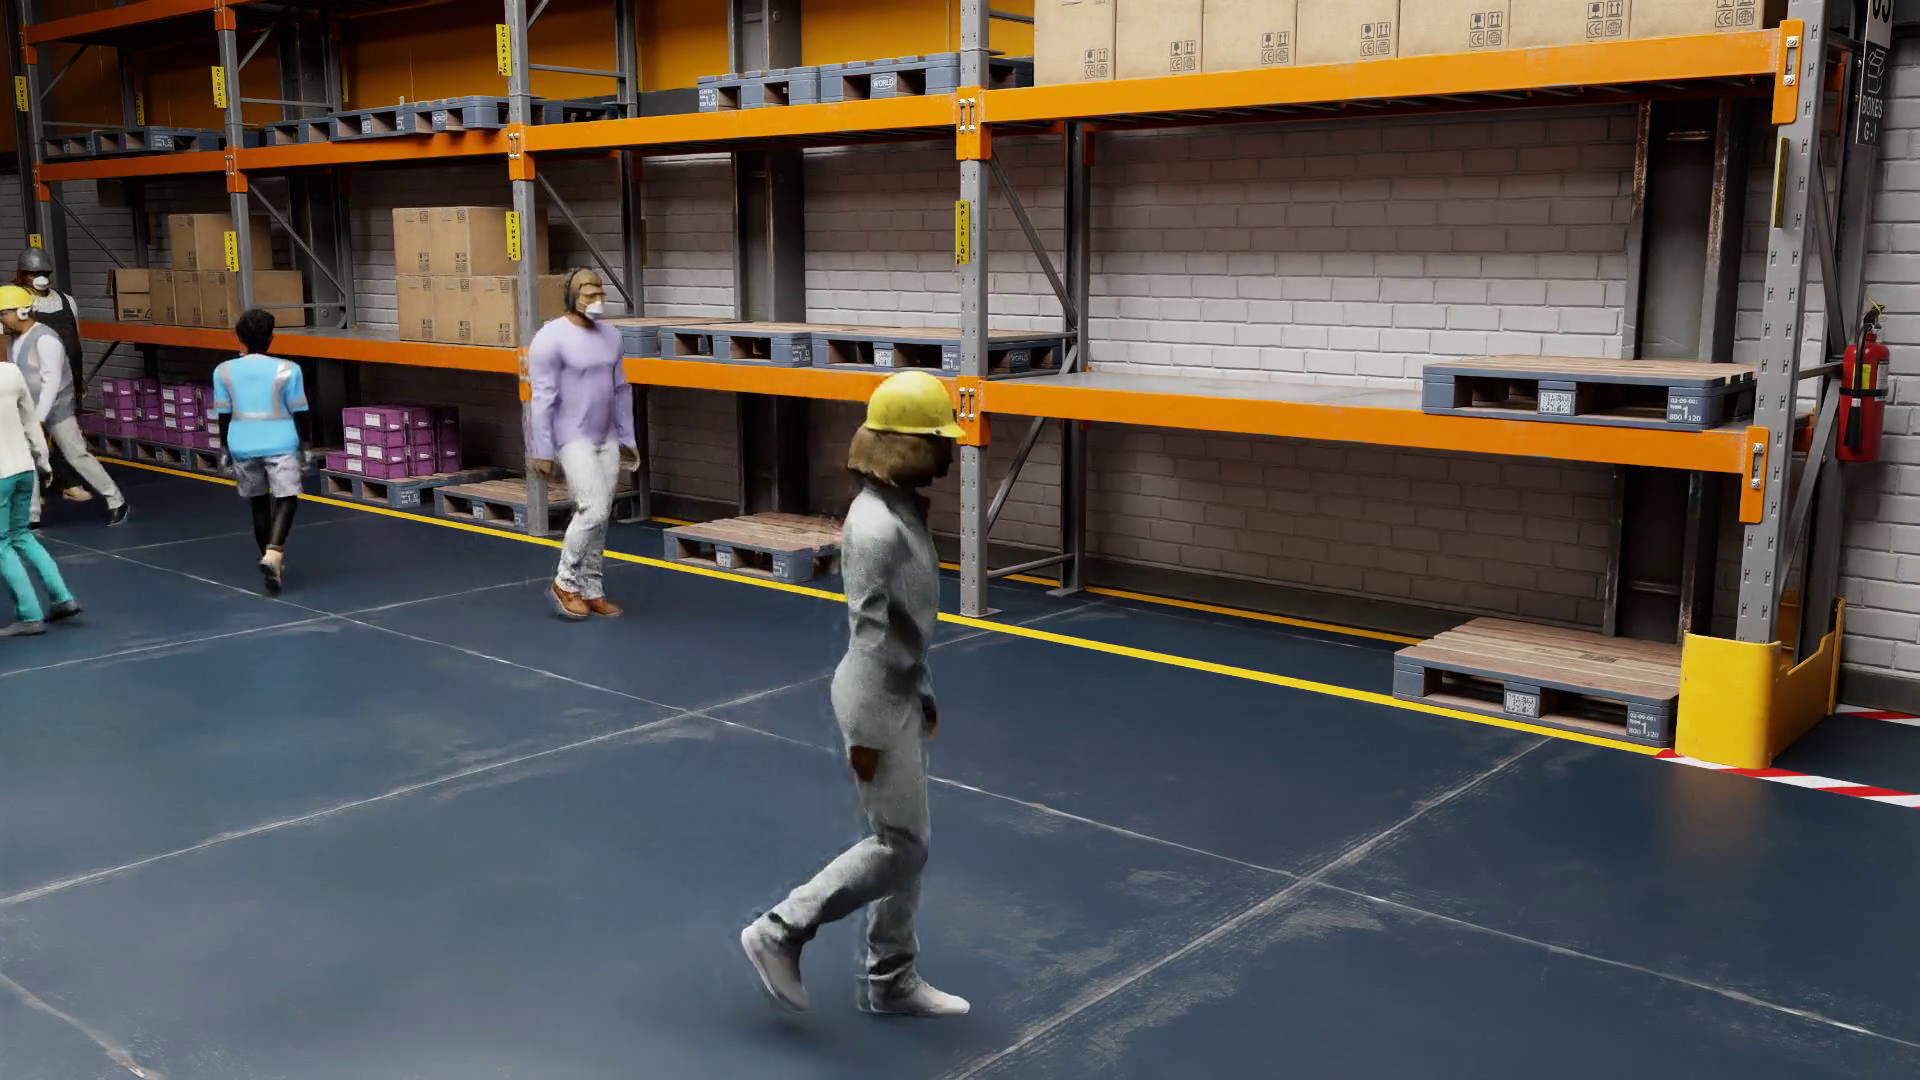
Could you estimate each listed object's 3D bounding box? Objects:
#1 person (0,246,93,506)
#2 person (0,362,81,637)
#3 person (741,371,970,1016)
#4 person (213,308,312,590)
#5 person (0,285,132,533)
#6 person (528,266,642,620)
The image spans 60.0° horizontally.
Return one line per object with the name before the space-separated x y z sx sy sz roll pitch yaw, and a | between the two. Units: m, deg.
person | -7.202 -1.291 13.129 0.538 2.000 0.689 6 12 32
person | -4.954 -0.324 8.563 0.346 1.710 0.610 1 10 8
person | -0.239 0.424 4.285 0.517 1.723 0.488 1 10 5
person | -4.156 -0.539 9.896 0.554 1.683 0.689 -1 10 -4
person | -6.461 -0.940 11.925 0.613 1.781 0.854 6 12 32
person | -2.000 -0.509 9.017 0.435 1.927 0.634 5 11 26
